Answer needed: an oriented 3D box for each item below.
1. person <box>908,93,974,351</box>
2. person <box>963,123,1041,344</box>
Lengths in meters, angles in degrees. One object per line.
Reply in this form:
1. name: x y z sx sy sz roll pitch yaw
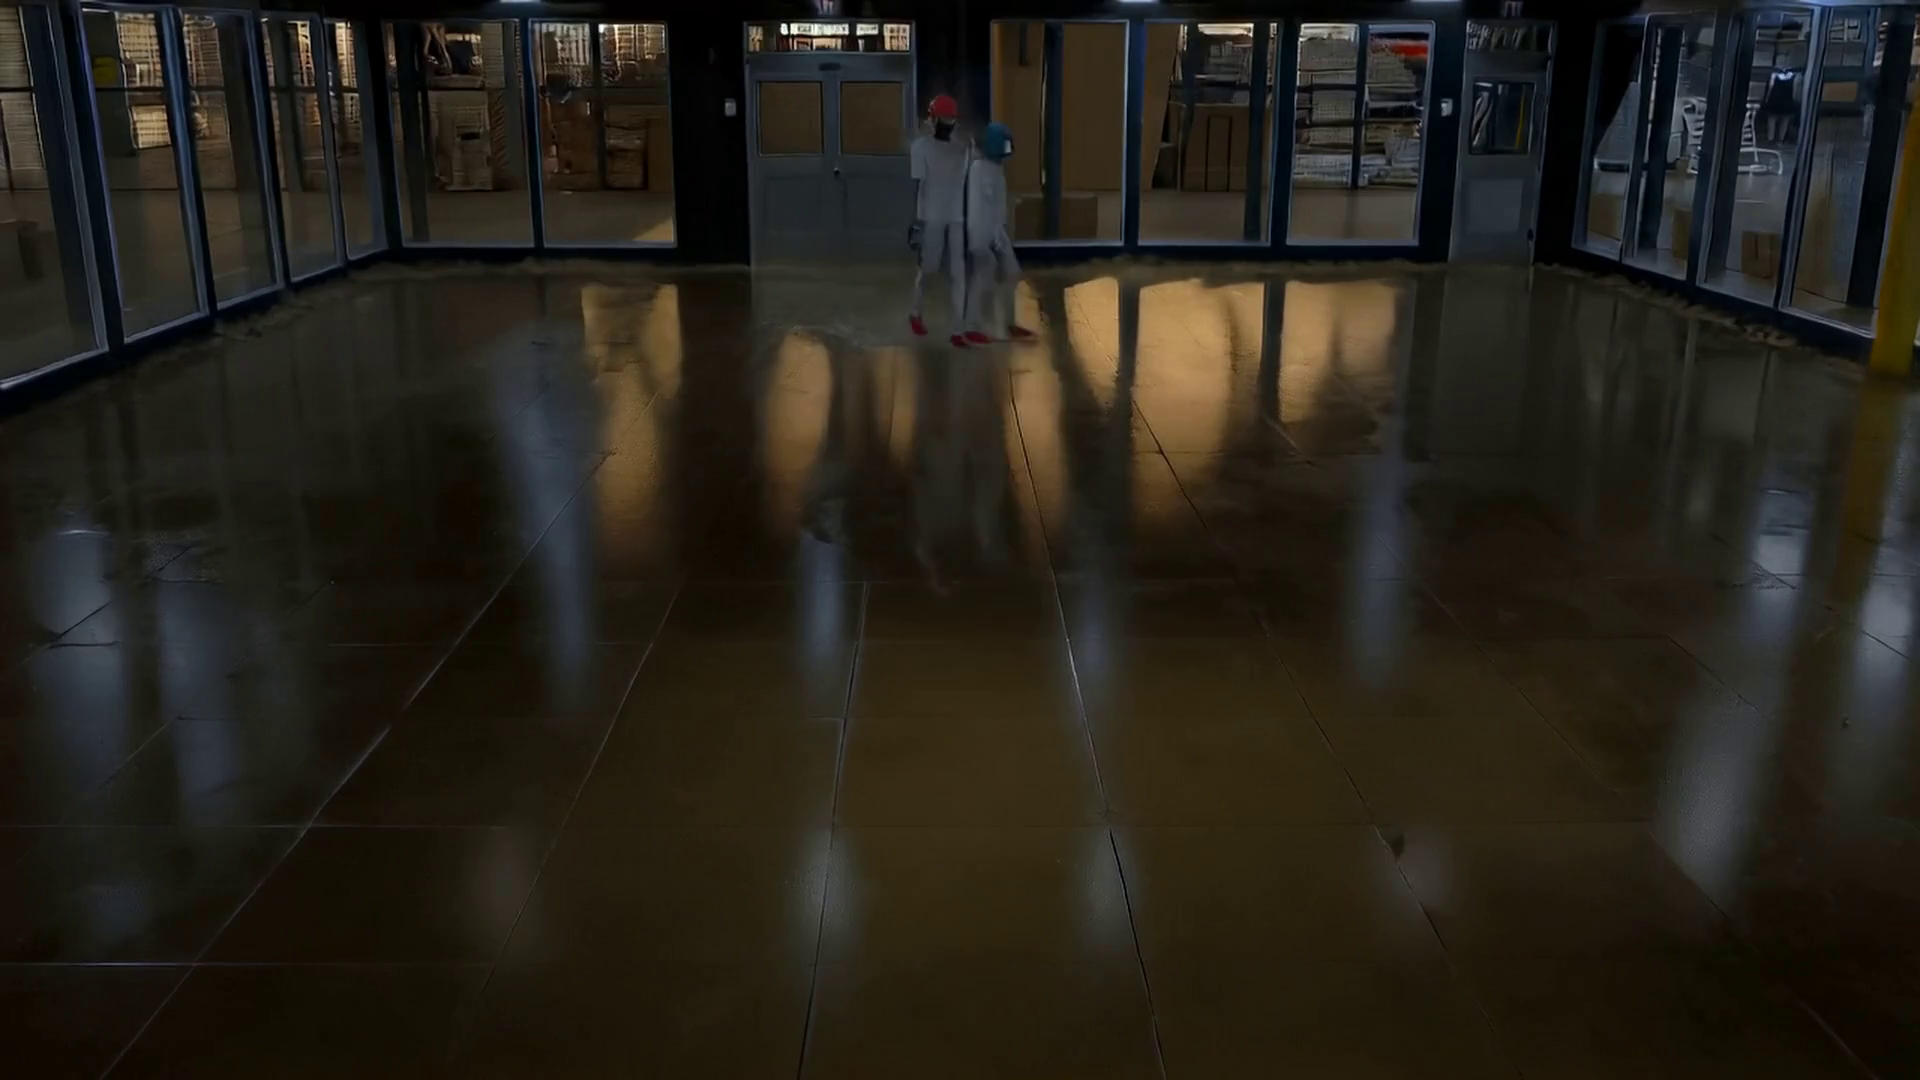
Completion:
1. person: -0.170 -2.358 12.271 0.528 1.837 0.918 -7 18 -24
2. person: 0.317 -2.228 12.209 0.700 1.610 0.508 6 17 18
